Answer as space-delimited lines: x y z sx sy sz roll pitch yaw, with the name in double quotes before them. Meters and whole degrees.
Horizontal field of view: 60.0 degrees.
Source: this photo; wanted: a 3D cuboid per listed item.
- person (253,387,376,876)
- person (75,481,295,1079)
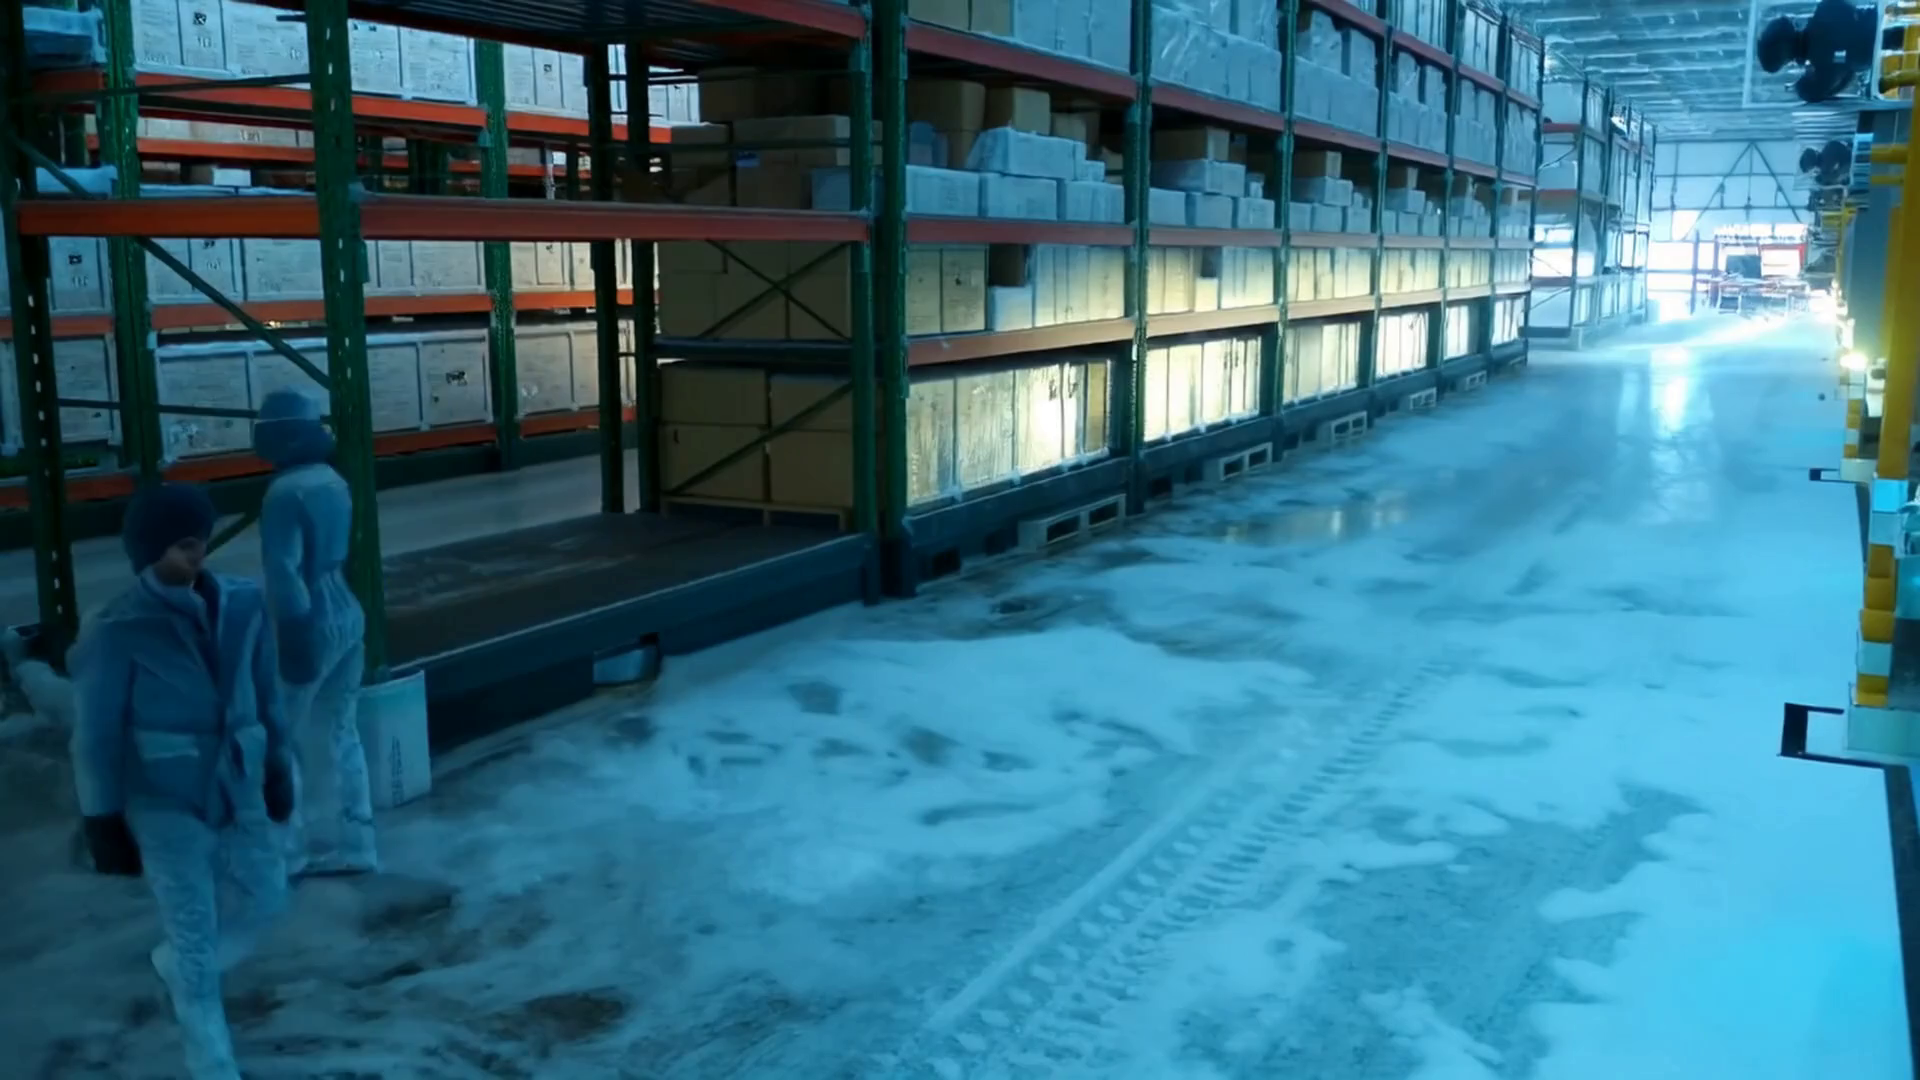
"person" -2.330 0.327 5.837 0.597 1.703 0.558 1 10 5
"person" -1.992 0.640 4.269 0.554 1.620 0.526 7 12 35
